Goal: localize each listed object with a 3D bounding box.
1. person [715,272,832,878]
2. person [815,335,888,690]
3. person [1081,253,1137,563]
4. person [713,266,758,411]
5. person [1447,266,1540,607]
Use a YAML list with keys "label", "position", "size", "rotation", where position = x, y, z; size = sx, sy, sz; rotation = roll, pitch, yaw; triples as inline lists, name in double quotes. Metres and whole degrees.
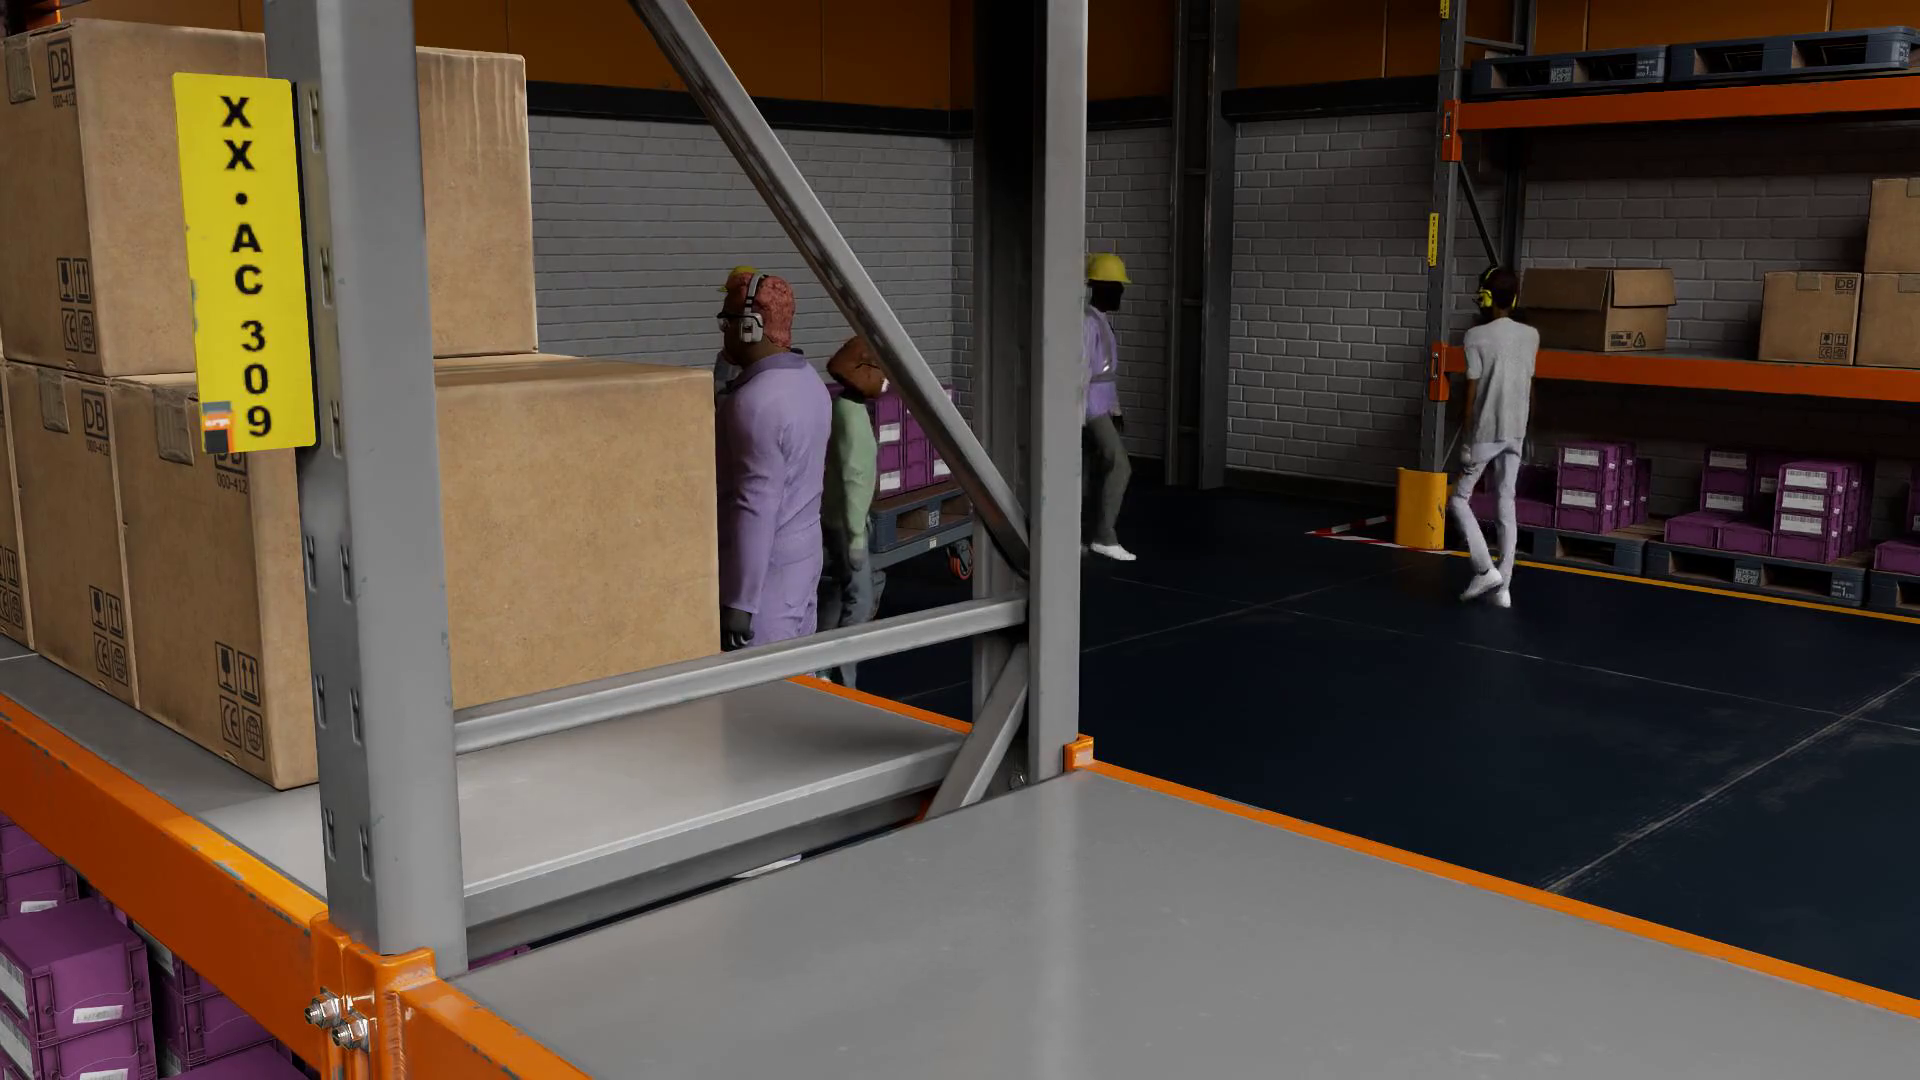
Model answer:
- label: "person"
  position: [-0.629, 0.114, 5.286]
  size: [0.410, 1.909, 0.643]
  rotation: [2, 11, 9]
- label: "person"
  position: [-0.503, -0.053, 6.979]
  size: [0.442, 1.620, 0.618]
  rotation: [-1, 10, -7]
- label: "person"
  position: [0.902, -0.815, 10.348]
  size: [0.658, 1.903, 0.589]
  rotation: [1, 10, 5]
- label: "person"
  position: [-1.322, -0.764, 10.267]
  size: [0.404, 1.837, 0.594]
  rotation: [-4, 11, -20]
- label: "person"
  position: [2.914, -0.550, 9.065]
  size: [0.535, 1.857, 0.386]
  rotation: [-3, 11, -18]
